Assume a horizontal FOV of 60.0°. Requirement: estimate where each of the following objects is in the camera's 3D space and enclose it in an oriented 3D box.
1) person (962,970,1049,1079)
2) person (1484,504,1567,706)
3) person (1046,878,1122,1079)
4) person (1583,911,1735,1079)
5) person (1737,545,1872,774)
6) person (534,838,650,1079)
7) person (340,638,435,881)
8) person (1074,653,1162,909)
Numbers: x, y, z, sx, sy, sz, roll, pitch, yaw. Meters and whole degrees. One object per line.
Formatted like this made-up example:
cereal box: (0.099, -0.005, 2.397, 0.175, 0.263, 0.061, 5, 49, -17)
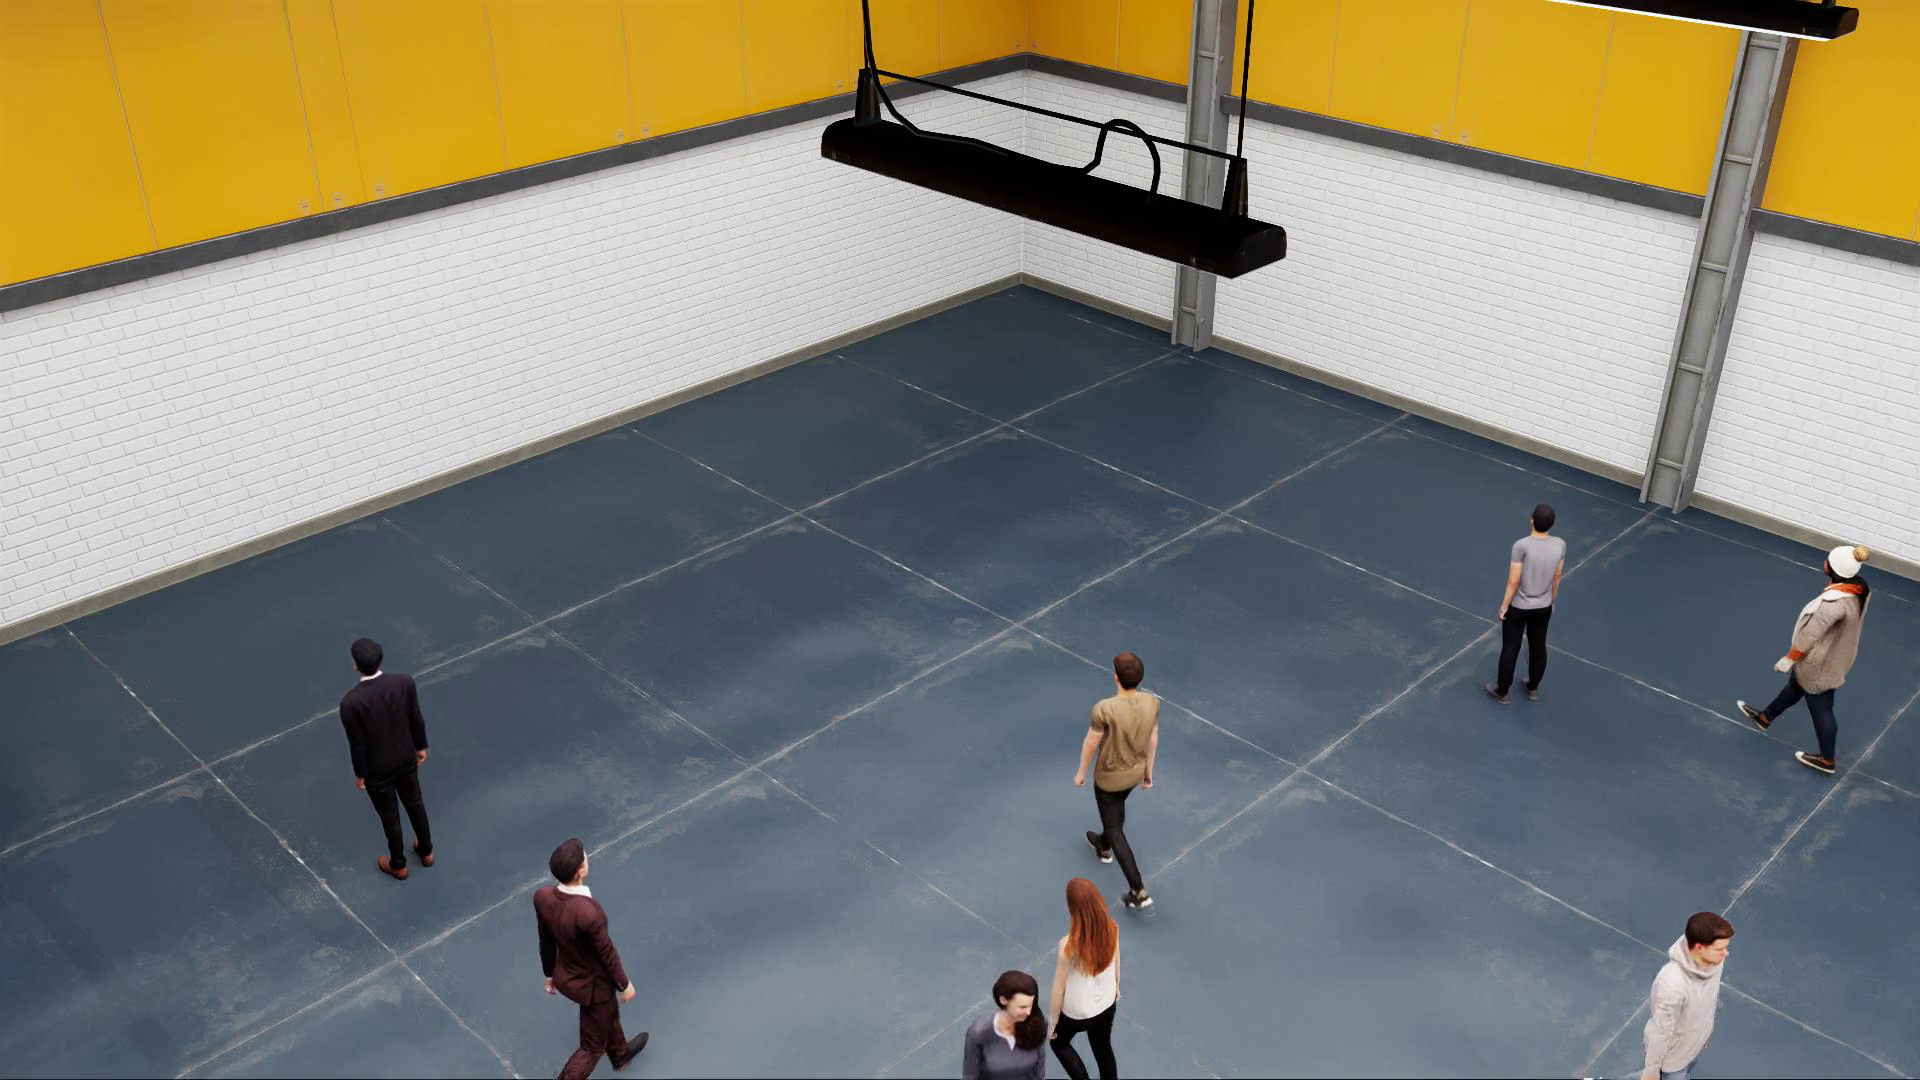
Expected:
person: (0.205, 2.912, 8.871, 0.860, 1.747, 0.935, -3, 29, -5)
person: (4.540, 0.505, 13.276, 0.699, 1.754, 0.716, -5, 29, -10)
person: (0.753, 2.675, 9.356, 0.761, 1.699, 0.716, -14, 32, -24)
person: (3.847, 2.734, 9.108, 0.733, 1.832, 1.103, -22, 36, -35)
person: (6.559, 0.905, 12.437, 1.069, 1.855, 0.688, 24, 37, 37)
person: (-2.172, 2.544, 9.444, 1.152, 1.844, 0.812, 22, 35, 34)
person: (-3.897, 1.485, 11.344, 0.535, 1.884, 0.691, 25, 37, 38)
person: (1.103, 1.630, 11.144, 0.944, 1.821, 1.294, -14, 31, -23)
